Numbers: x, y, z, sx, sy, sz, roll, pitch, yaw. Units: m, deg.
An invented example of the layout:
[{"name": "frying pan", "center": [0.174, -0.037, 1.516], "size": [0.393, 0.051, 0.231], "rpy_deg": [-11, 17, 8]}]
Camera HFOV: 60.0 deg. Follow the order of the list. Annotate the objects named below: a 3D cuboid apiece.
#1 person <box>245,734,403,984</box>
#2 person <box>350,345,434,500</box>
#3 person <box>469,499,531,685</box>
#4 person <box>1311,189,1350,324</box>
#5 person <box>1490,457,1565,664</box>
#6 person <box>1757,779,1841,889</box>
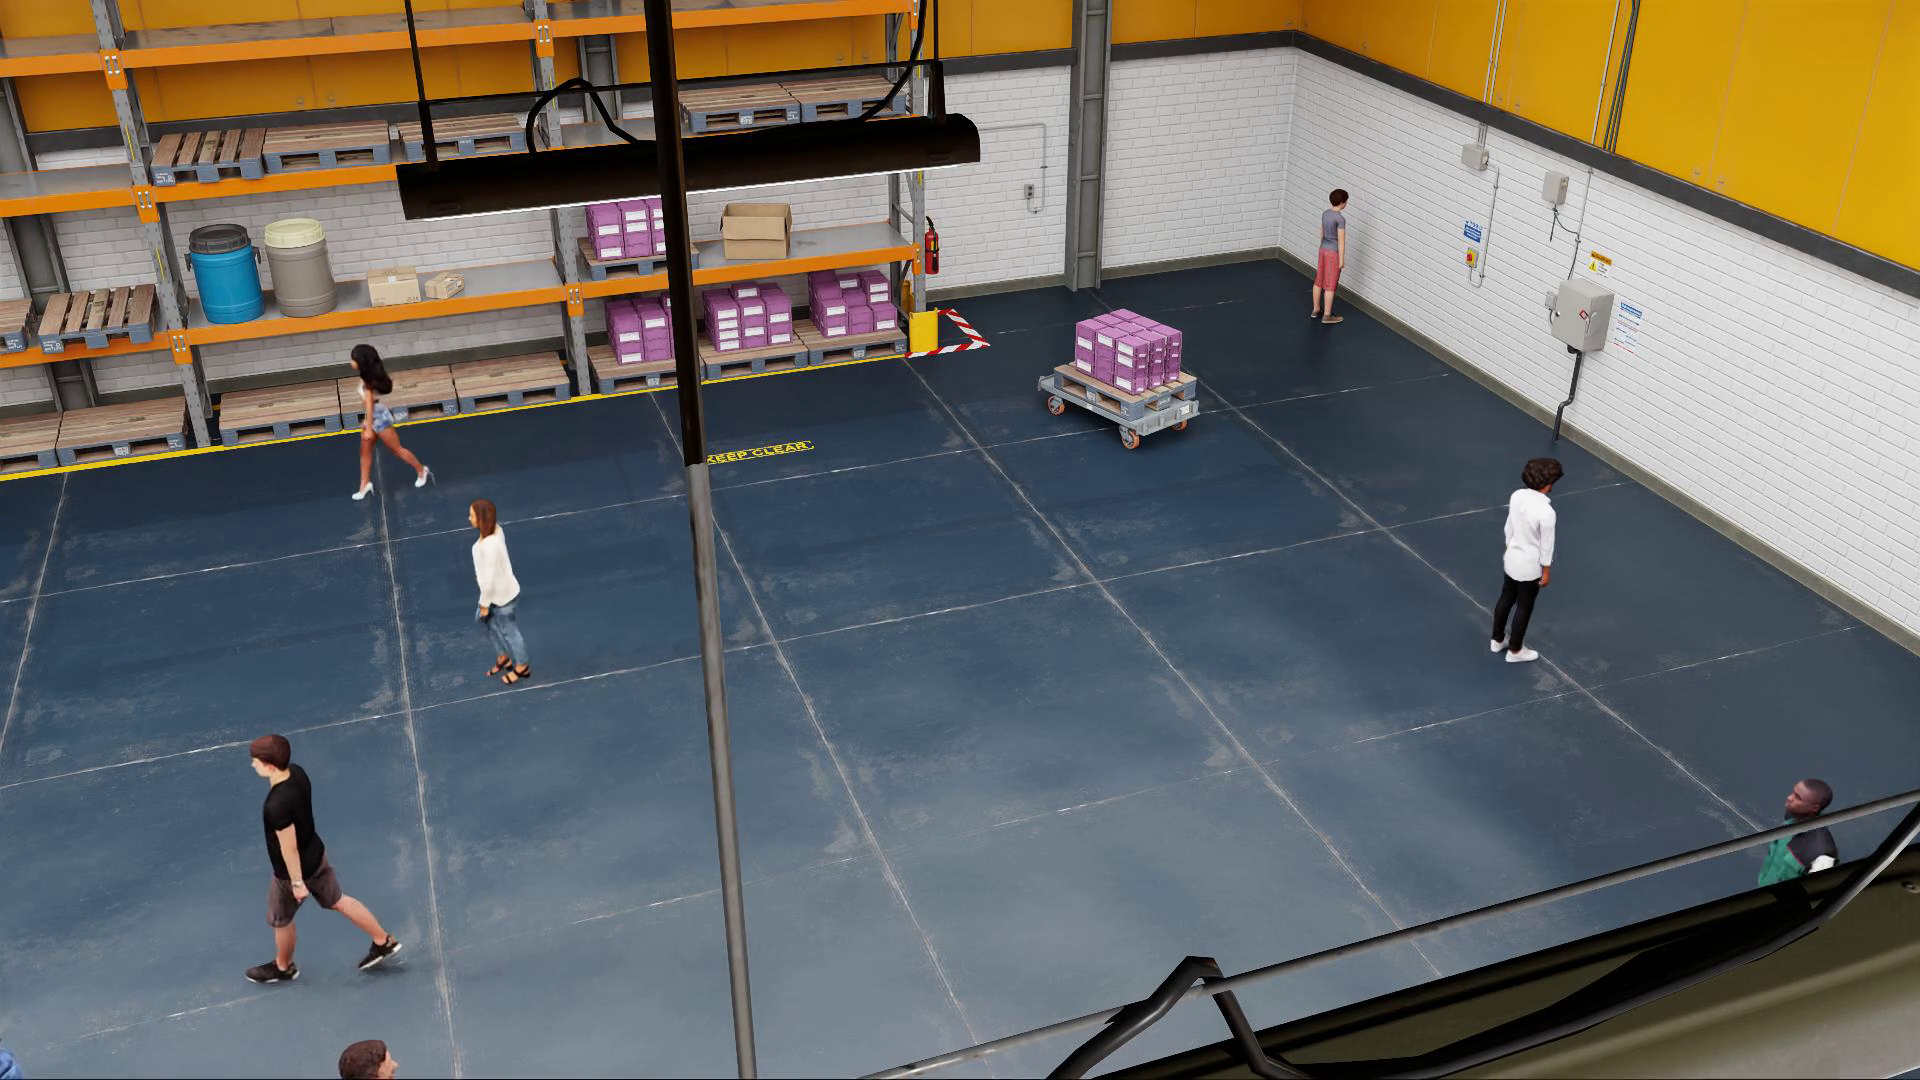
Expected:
[{"name": "person", "center": [-3.973, 1.969, 10.232], "size": [1.277, 1.834, 0.904], "rpy_deg": [-2, 29, -3]}, {"name": "person", "center": [-5.578, -1.137, 16.184], "size": [1.050, 1.589, 0.691], "rpy_deg": [-16, 32, -26]}, {"name": "person", "center": [-3.593, 0.409, 13.264], "size": [0.635, 1.671, 0.658], "rpy_deg": [-7, 29, -13]}, {"name": "person", "center": [4.554, -3.505, 20.459], "size": [0.547, 1.651, 0.595], "rpy_deg": [-13, 31, -22]}, {"name": "person", "center": [4.617, 0.153, 13.589], "size": [0.548, 1.808, 0.639], "rpy_deg": [-12, 31, -21]}, {"name": "person", "center": [4.950, 2.194, 9.830], "size": [0.956, 1.825, 0.875], "rpy_deg": [3, 29, 5]}]
